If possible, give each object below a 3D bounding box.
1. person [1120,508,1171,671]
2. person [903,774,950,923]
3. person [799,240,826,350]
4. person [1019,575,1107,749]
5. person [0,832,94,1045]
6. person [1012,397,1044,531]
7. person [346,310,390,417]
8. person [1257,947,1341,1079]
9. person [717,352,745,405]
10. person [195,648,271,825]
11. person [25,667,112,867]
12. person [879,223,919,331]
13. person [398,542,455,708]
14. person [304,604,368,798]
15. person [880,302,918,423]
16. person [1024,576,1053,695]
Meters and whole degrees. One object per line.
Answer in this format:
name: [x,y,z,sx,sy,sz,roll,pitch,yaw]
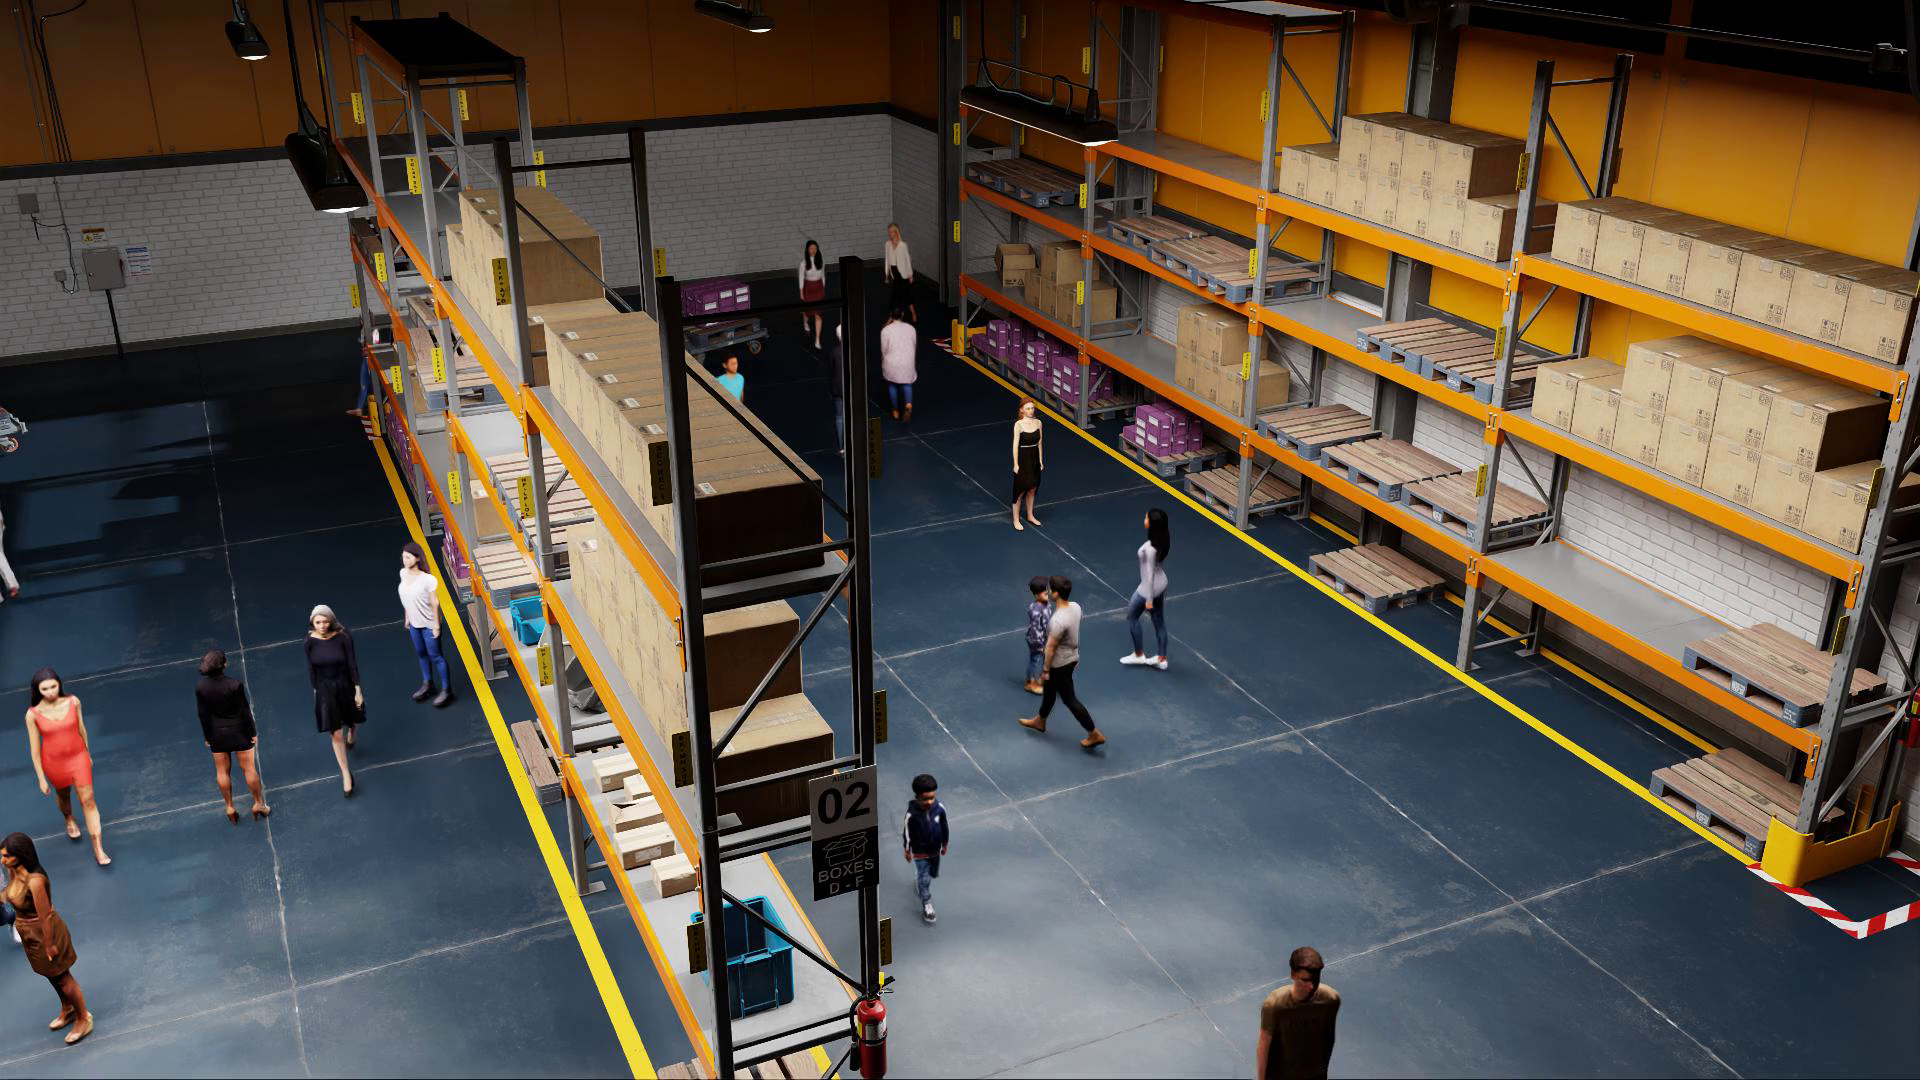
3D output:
person: [2.007,0.523,16.557,0.856,1.720,0.798,12,26,26]
person: [-0.274,2.355,13.002,0.561,1.210,0.751,-8,25,-17]
person: [-2.387,-3.978,26.844,0.671,1.727,1.030,-8,25,-18]
person: [1.014,1.151,15.180,1.216,1.674,1.071,12,26,26]
person: [-6.352,2.743,11.525,0.587,1.683,0.697,17,29,34]
person: [0.803,-0.943,20.029,0.581,1.625,0.592,-14,27,-28]
person: [-8.264,-2.520,23.698,0.841,1.576,0.973,-17,29,-34]
person: [2.020,3.235,10.250,0.936,1.802,1.321,-3,24,-7]
person: [-3.004,-1.564,21.278,0.711,1.763,0.720,21,31,40]
person: [-6.169,1.656,14.066,0.656,1.640,0.697,-3,24,-8]
person: [-7.379,1.814,13.668,0.817,1.668,1.202,-19,30,-36]
person: [-0.931,-4.328,27.583,1.261,1.777,1.088,15,28,31]
person: [-5.133,0.801,15.972,0.650,1.679,0.748,14,27,28]
person: [-5.490,1.342,14.696,0.693,1.710,1.141,-7,25,-15]
person: [-0.857,-2.464,23.387,0.848,1.722,1.057,-3,24,-7]
person: [0.732,0.921,16.247,0.650,1.239,0.602,16,28,32]
